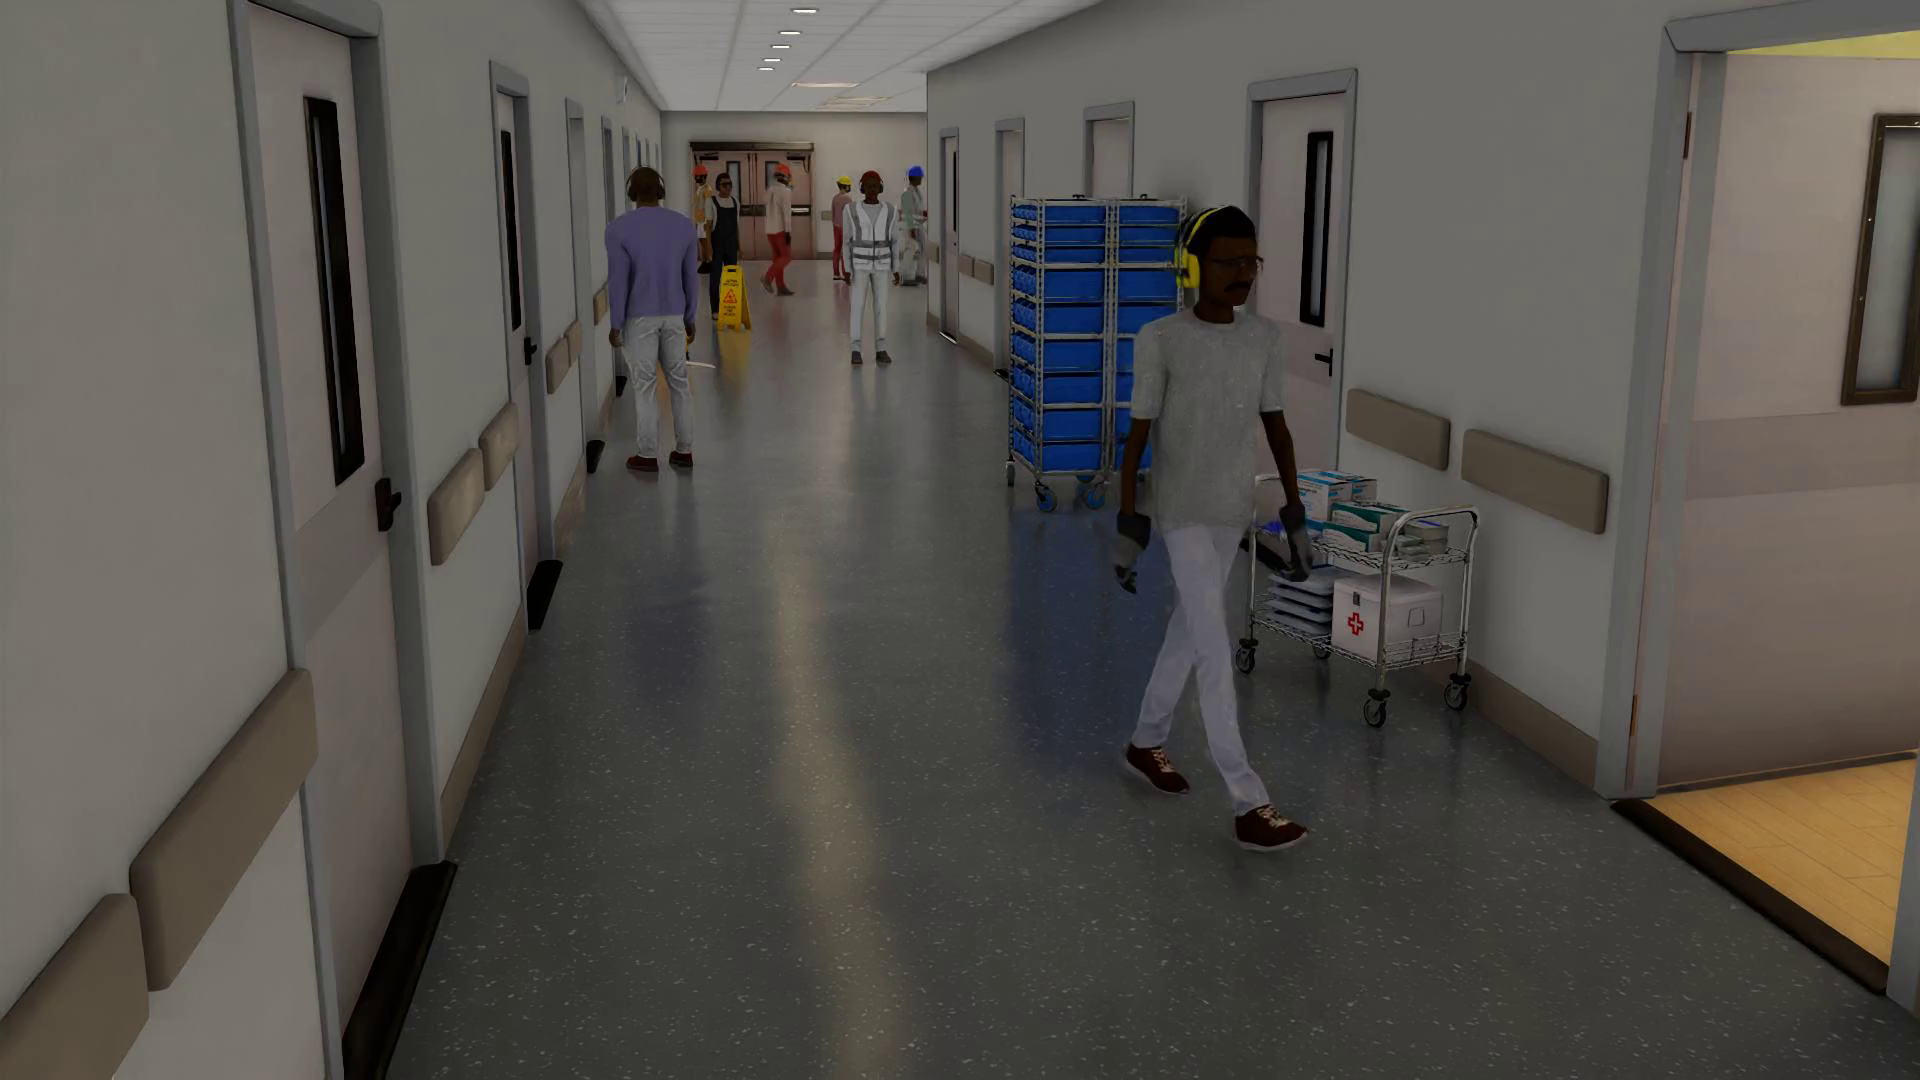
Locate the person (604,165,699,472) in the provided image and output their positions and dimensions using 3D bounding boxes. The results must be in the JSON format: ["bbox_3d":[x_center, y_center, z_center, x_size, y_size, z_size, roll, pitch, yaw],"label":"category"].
[{"bbox_3d":[-1.956,-1.402,10.610,0.630,1.935,0.369,-9,16,-35],"label":"person"}]

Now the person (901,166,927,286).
[{"bbox_3d":[-0.668,-5.051,26.821,0.621,1.924,0.624,4,13,19],"label":"person"}]

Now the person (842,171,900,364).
[{"bbox_3d":[-0.876,-2.684,16.424,0.574,1.883,0.361,-3,13,-15],"label":"person"}]

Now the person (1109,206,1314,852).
[{"bbox_3d":[0.760,-0.047,4.852,0.548,1.815,0.965,-7,14,-28],"label":"person"}]

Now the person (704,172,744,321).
[{"bbox_3d":[-2.978,-3.709,21.053,0.506,1.847,0.343,-10,16,-39],"label":"person"}]

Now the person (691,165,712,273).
[{"bbox_3d":[-4.673,-5.811,30.187,0.355,1.938,0.545,-7,14,-28],"label":"person"}]

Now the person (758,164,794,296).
[{"bbox_3d":[-2.745,-4.600,24.755,0.701,1.962,0.636,-12,17,-42],"label":"person"}]

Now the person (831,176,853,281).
[{"bbox_3d":[-1.981,-5.312,28.361,0.328,1.765,0.528,-10,16,-38],"label":"person"}]
